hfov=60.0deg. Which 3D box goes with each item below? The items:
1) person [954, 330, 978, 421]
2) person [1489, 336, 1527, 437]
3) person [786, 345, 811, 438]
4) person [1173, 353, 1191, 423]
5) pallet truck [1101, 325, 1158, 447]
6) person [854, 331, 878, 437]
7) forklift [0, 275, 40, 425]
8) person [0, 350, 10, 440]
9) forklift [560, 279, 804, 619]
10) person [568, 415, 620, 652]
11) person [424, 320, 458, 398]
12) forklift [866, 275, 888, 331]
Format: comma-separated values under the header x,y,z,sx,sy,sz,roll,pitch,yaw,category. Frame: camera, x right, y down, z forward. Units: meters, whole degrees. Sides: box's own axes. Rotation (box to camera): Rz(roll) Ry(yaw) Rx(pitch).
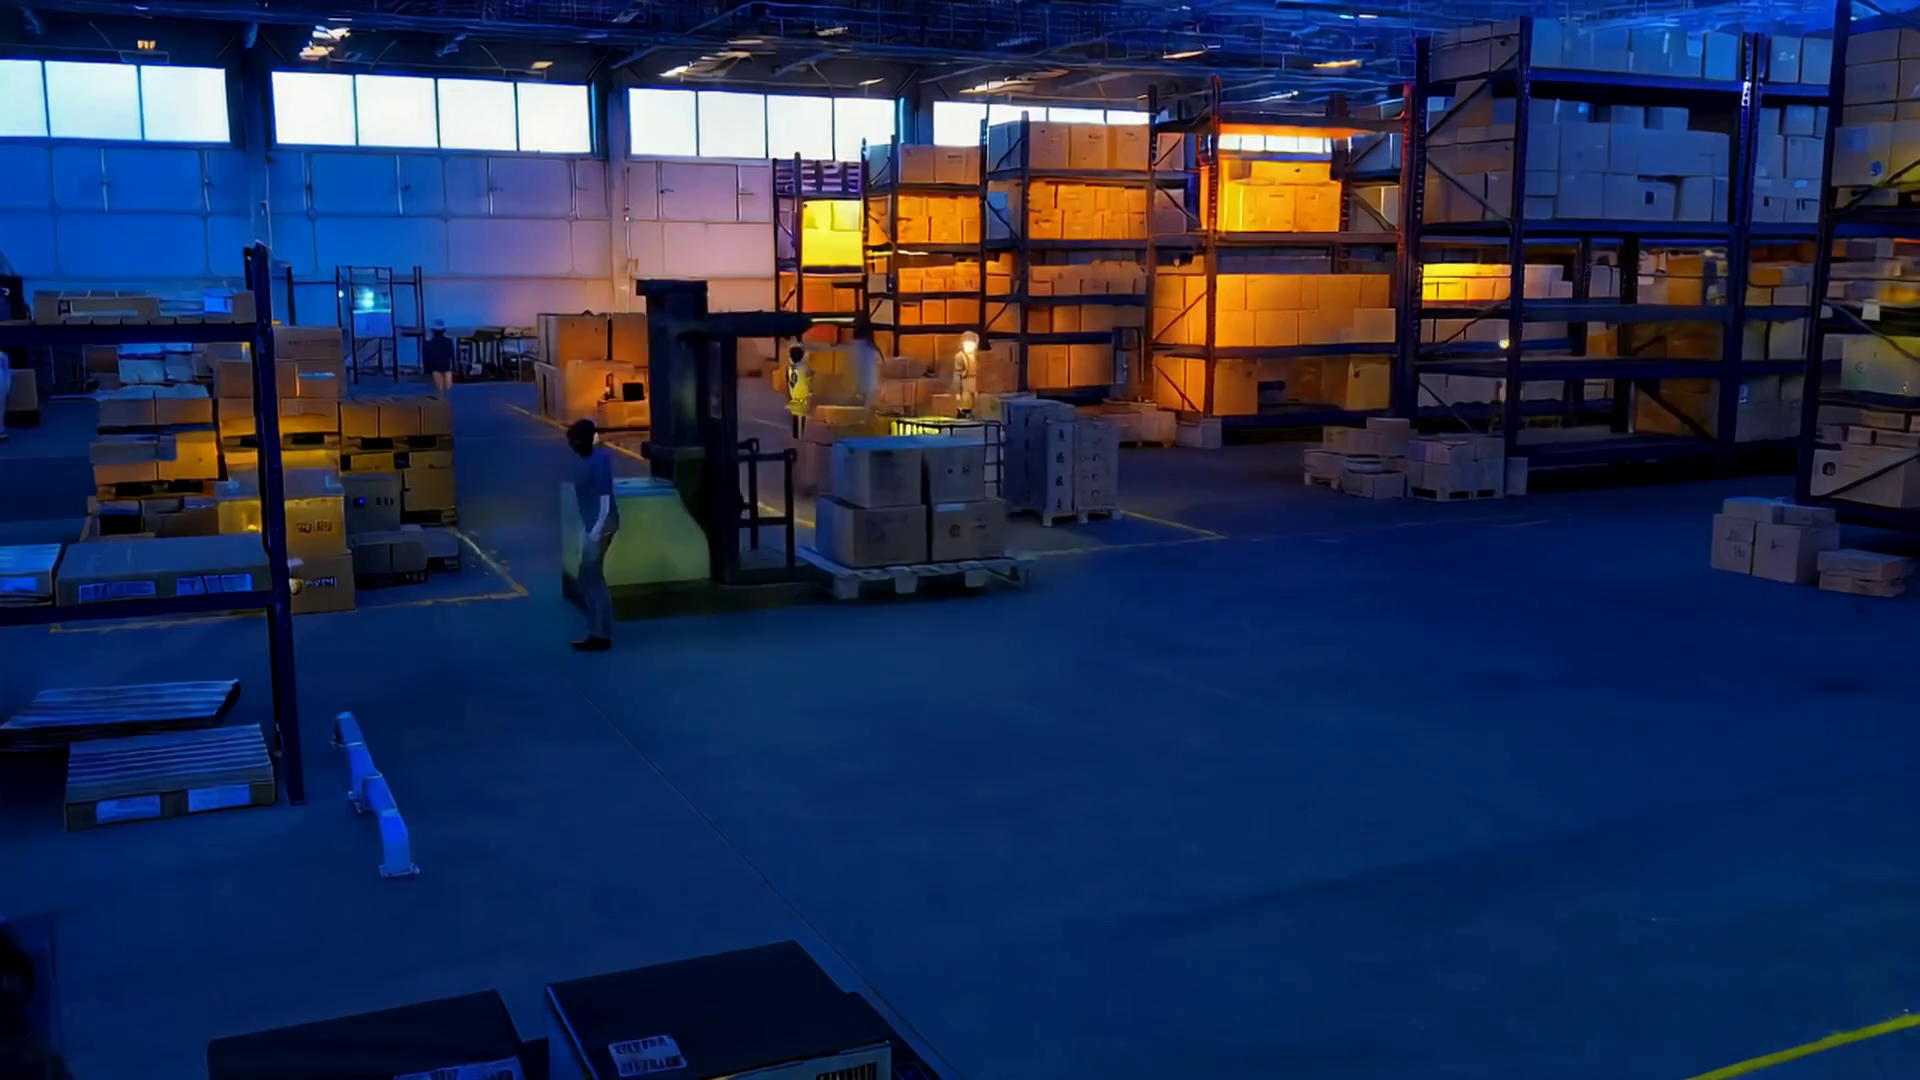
x,y,z,sx,sy,sz,roll,pitch,yaw,category
0.129,-2.500,27.521,0.376,1.934,0.547,6,11,32,person
8.295,-2.140,25.333,0.654,1.913,0.584,-4,10,-24,person
-2.661,-2.345,27.293,0.318,1.699,0.535,6,11,33,person
4.276,-3.167,31.947,0.429,1.847,0.627,7,12,37,person
2.881,-2.596,27.923,0.823,1.965,1.885,-1,9,-7,pallet truck
-1.576,-2.533,27.808,0.451,1.921,0.628,0,9,-2,person
-18.082,-3.570,31.238,1.129,2.768,1.873,-6,11,-33,forklift
-16.498,-2.596,28.276,0.647,1.893,1.011,-3,10,-17,person
-2.433,-0.836,14.276,1.873,2.768,1.129,-4,10,-25,forklift
-2.795,-0.045,12.631,0.392,1.827,0.580,-5,10,-29,person
-10.358,-3.406,33.080,0.605,1.961,0.875,-8,12,-41,person
-2.198,-5.541,43.462,1.873,2.768,1.129,-4,10,-25,forklift
